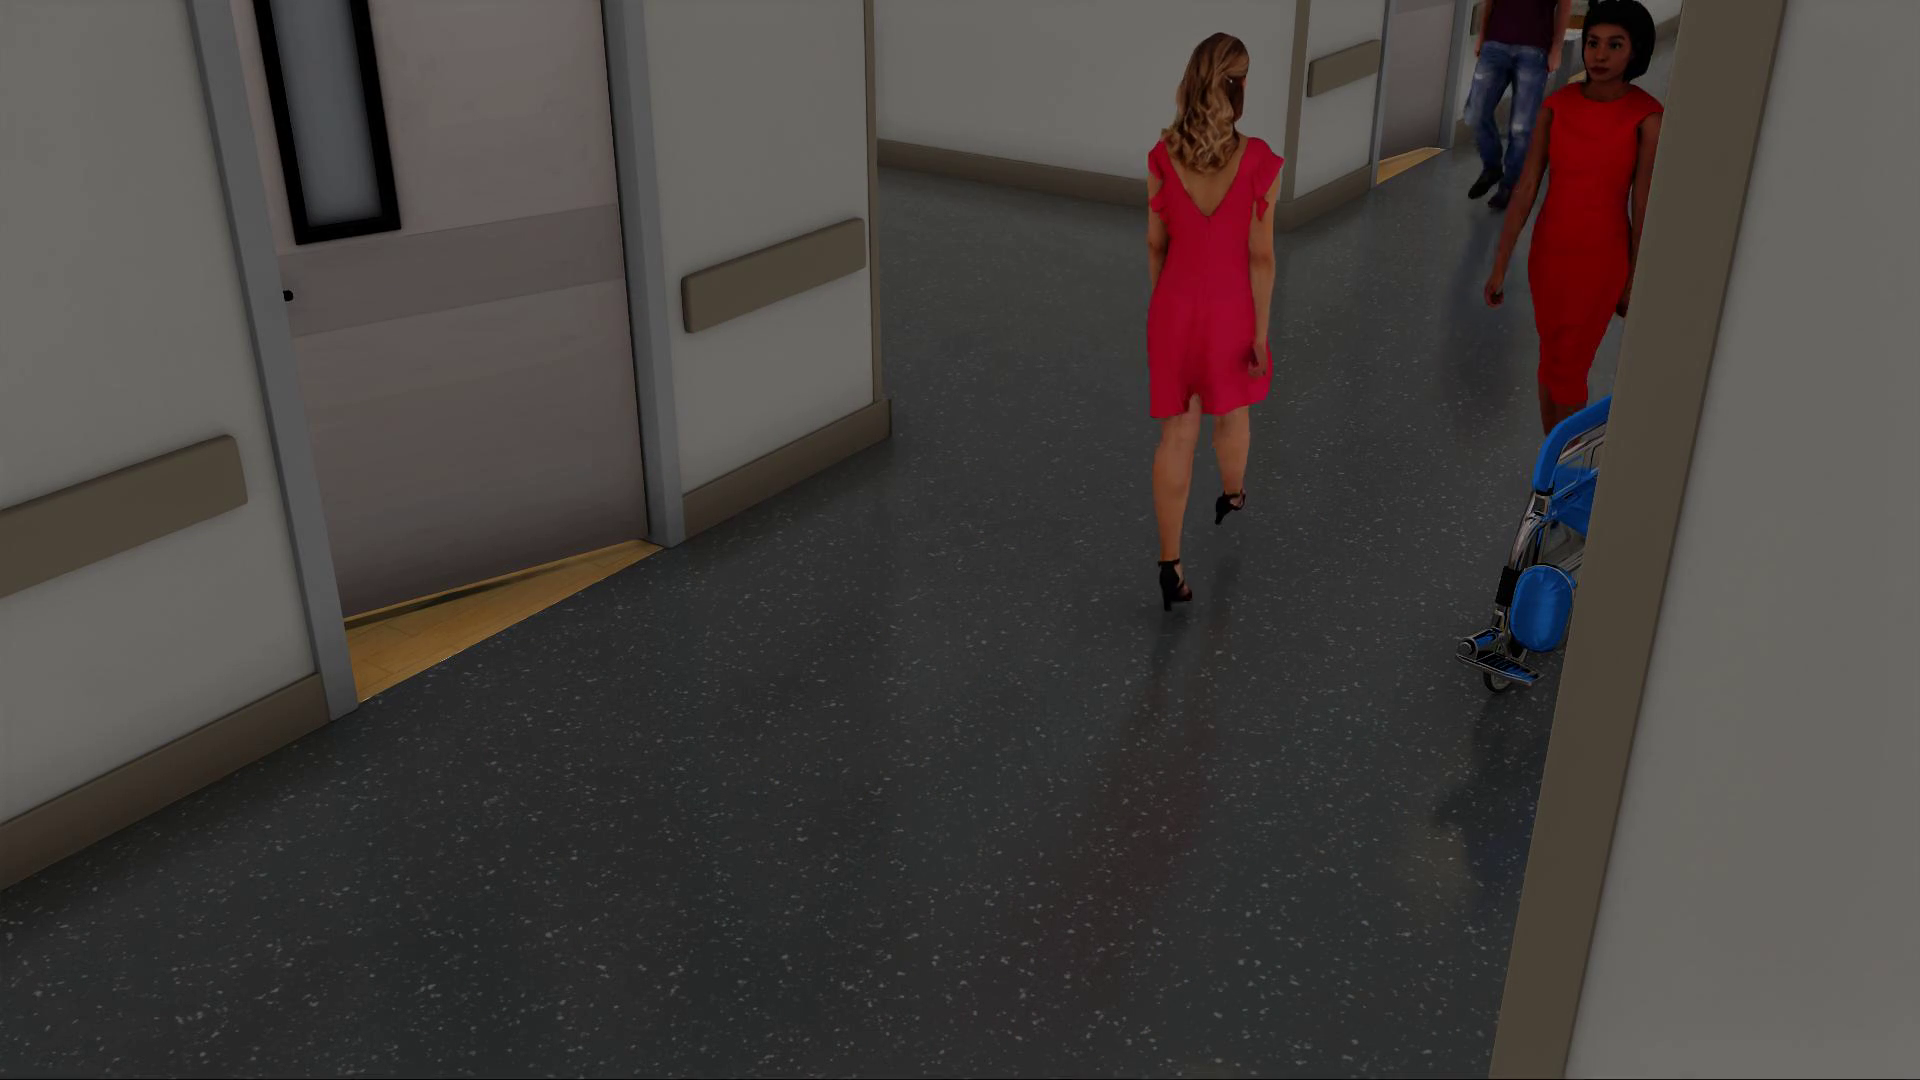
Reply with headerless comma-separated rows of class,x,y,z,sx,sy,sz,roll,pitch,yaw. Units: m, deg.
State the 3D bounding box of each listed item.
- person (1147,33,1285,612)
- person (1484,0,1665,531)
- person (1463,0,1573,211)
person,0.698,-0.593,4.985,0.748,1.676,1.121,10,28,21
person,2.110,-0.922,5.603,0.633,1.731,0.732,22,33,38
person,3.196,-2.814,9.400,0.689,1.841,0.616,20,32,35
